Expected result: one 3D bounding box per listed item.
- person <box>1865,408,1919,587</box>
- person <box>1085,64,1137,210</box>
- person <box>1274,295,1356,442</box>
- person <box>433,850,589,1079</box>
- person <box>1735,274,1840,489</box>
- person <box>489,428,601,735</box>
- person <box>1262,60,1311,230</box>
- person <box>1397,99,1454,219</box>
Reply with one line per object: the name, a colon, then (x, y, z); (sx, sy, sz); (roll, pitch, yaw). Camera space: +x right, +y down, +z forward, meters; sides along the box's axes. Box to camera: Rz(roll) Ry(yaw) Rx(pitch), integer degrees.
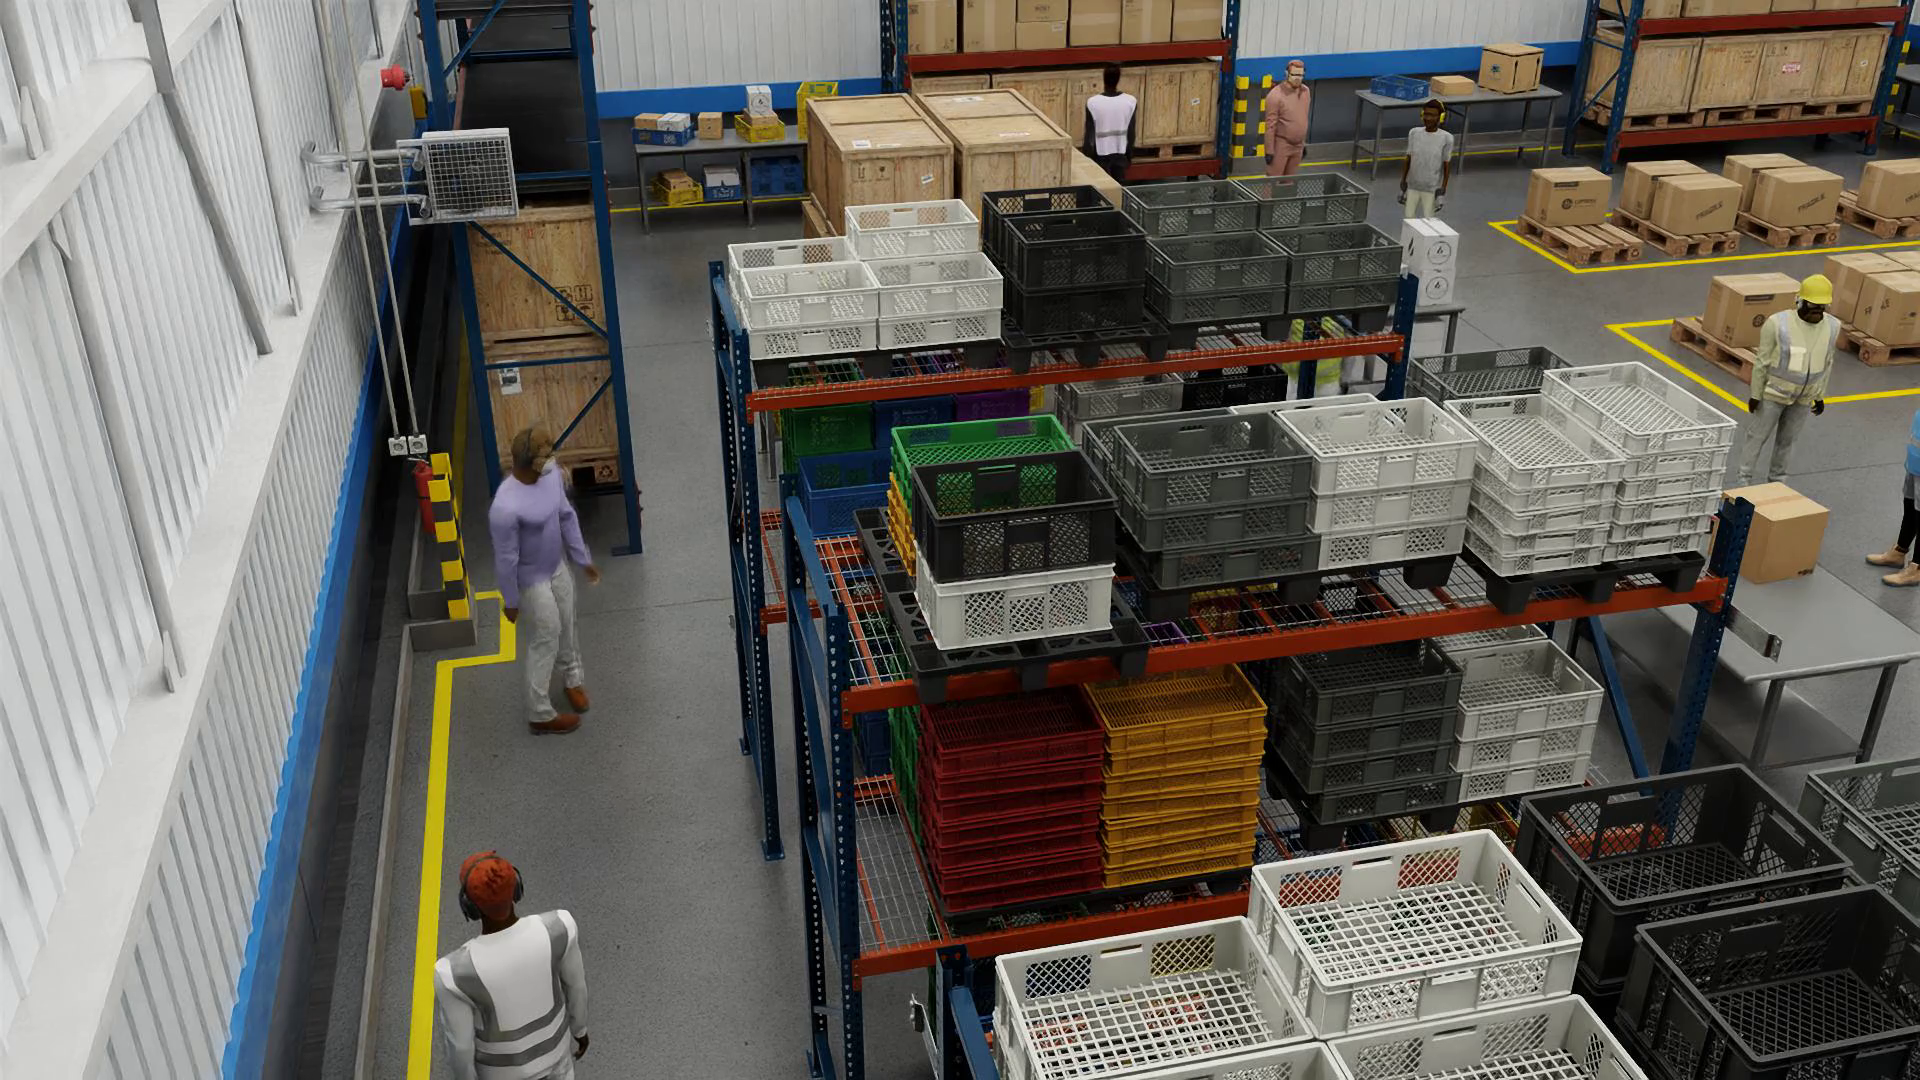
person: (6.645, -0.488, 11.428); (0.319, 1.692, 0.533); (4, 28, 8)
person: (1.656, -4.265, 18.358); (0.596, 1.915, 0.372); (-7, 29, -13)
person: (2.700, -1.290, 12.793); (0.633, 1.841, 0.429); (13, 30, 23)
person: (-1.715, 2.000, 6.505); (0.574, 1.886, 0.356); (-20, 34, -33)
person: (6.210, -1.109, 12.455); (0.586, 1.835, 0.403); (-1, 28, -2)
person: (-2.456, 0.231, 9.834); (0.487, 1.919, 0.631); (5, 28, 10)
person: (3.680, -4.420, 18.665); (0.646, 1.904, 0.401); (-19, 33, -32)
person: (4.769, -3.610, 17.159); (0.522, 1.875, 0.323); (18, 33, 31)
